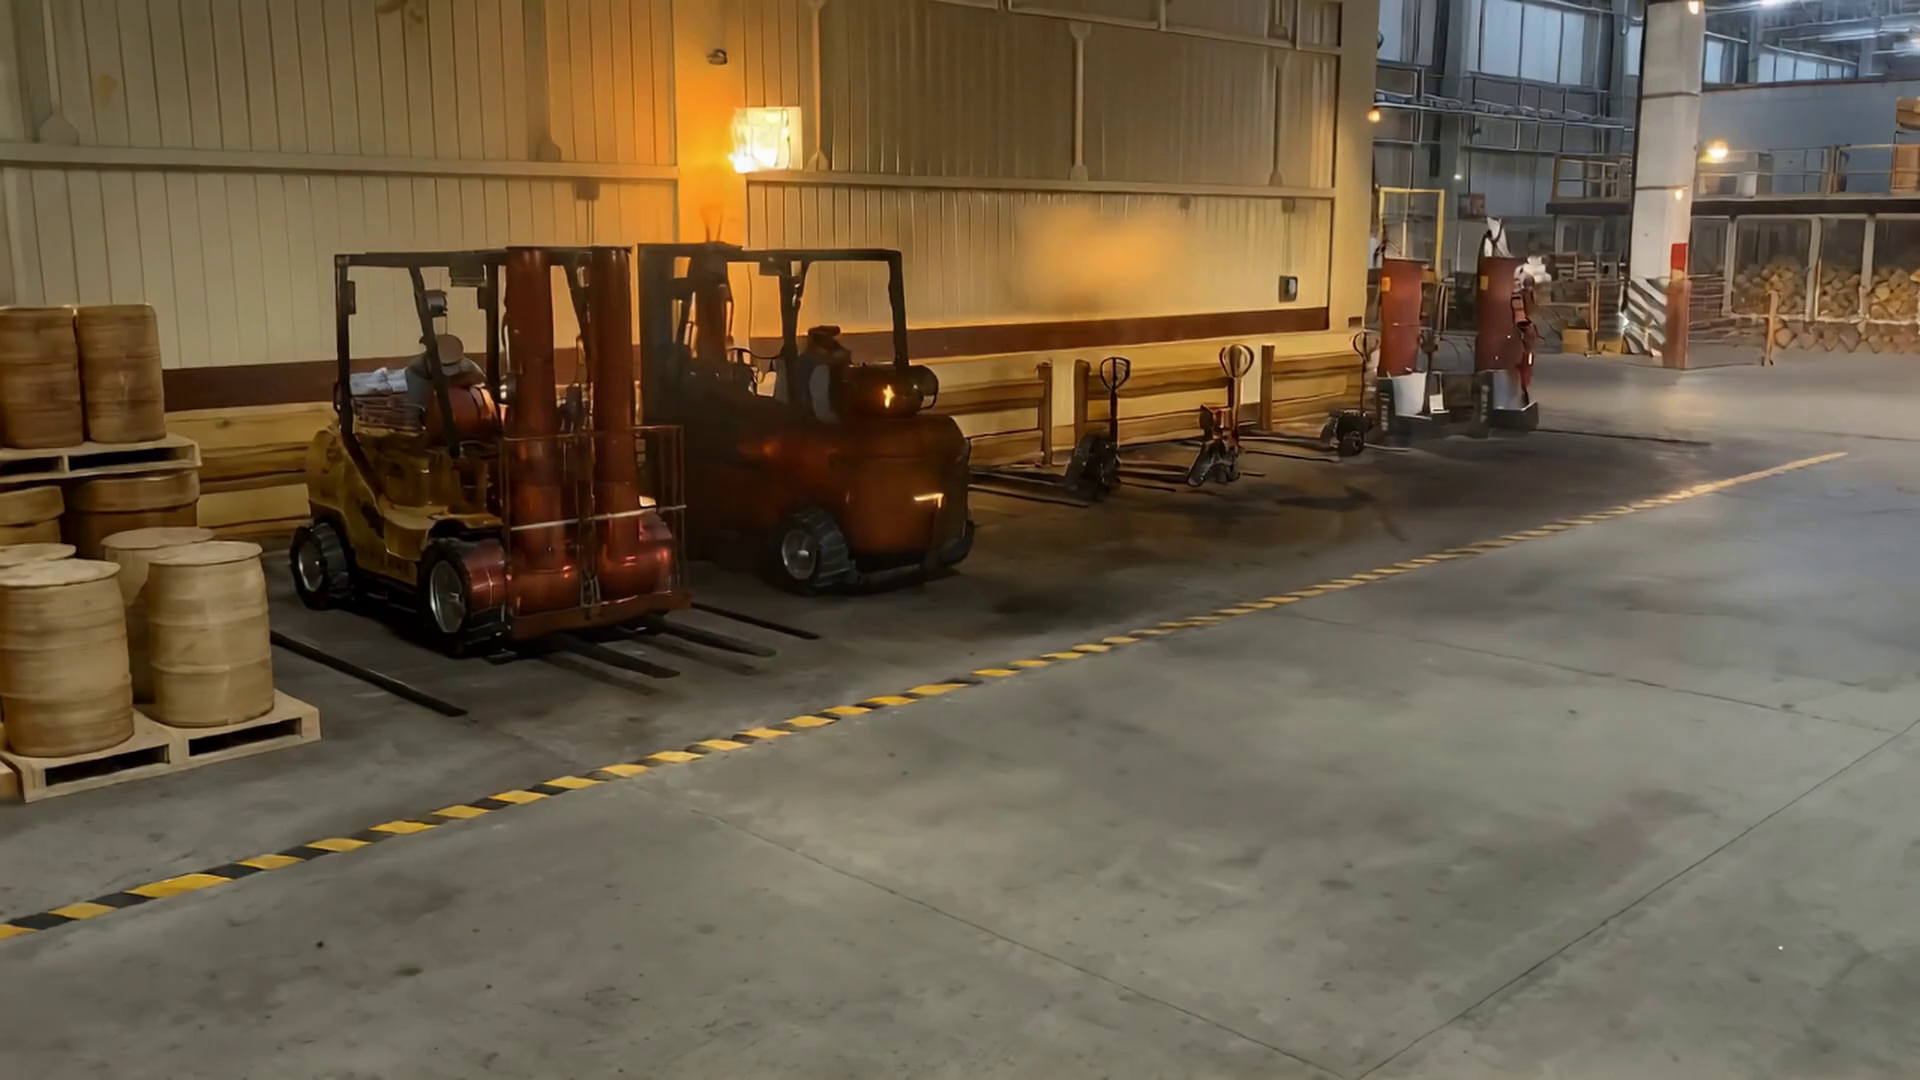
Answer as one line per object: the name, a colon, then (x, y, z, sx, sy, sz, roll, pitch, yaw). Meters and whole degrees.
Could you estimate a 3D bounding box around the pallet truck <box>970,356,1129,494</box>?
pallet truck: (0.784, -1.085, 14.876, 0.680, 1.201, 1.601, -10, 14, -44)

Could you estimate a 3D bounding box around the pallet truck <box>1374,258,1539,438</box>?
pallet truck: (5.704, -2.208, 18.901, 1.885, 1.965, 0.823, 10, 14, 43)

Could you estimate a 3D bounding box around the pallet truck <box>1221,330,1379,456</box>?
pallet truck: (3.563, -1.581, 17.381, 0.653, 1.274, 1.630, -10, 14, -44)

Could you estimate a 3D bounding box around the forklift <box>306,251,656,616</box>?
forklift: (-2.833, -0.669, 9.694, 1.157, 1.987, 2.680, -10, 14, -44)

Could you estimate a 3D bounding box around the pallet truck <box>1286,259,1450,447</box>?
pallet truck: (4.493, -2.078, 18.196, 0.823, 1.965, 1.885, -9, 14, -40)

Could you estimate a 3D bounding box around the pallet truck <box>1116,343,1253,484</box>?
pallet truck: (1.962, -1.215, 15.415, 1.522, 1.261, 0.704, 10, 14, 43)

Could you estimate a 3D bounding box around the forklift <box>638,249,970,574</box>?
forklift: (-1.173, -0.958, 11.239, 2.680, 1.987, 1.157, 10, 14, 43)
